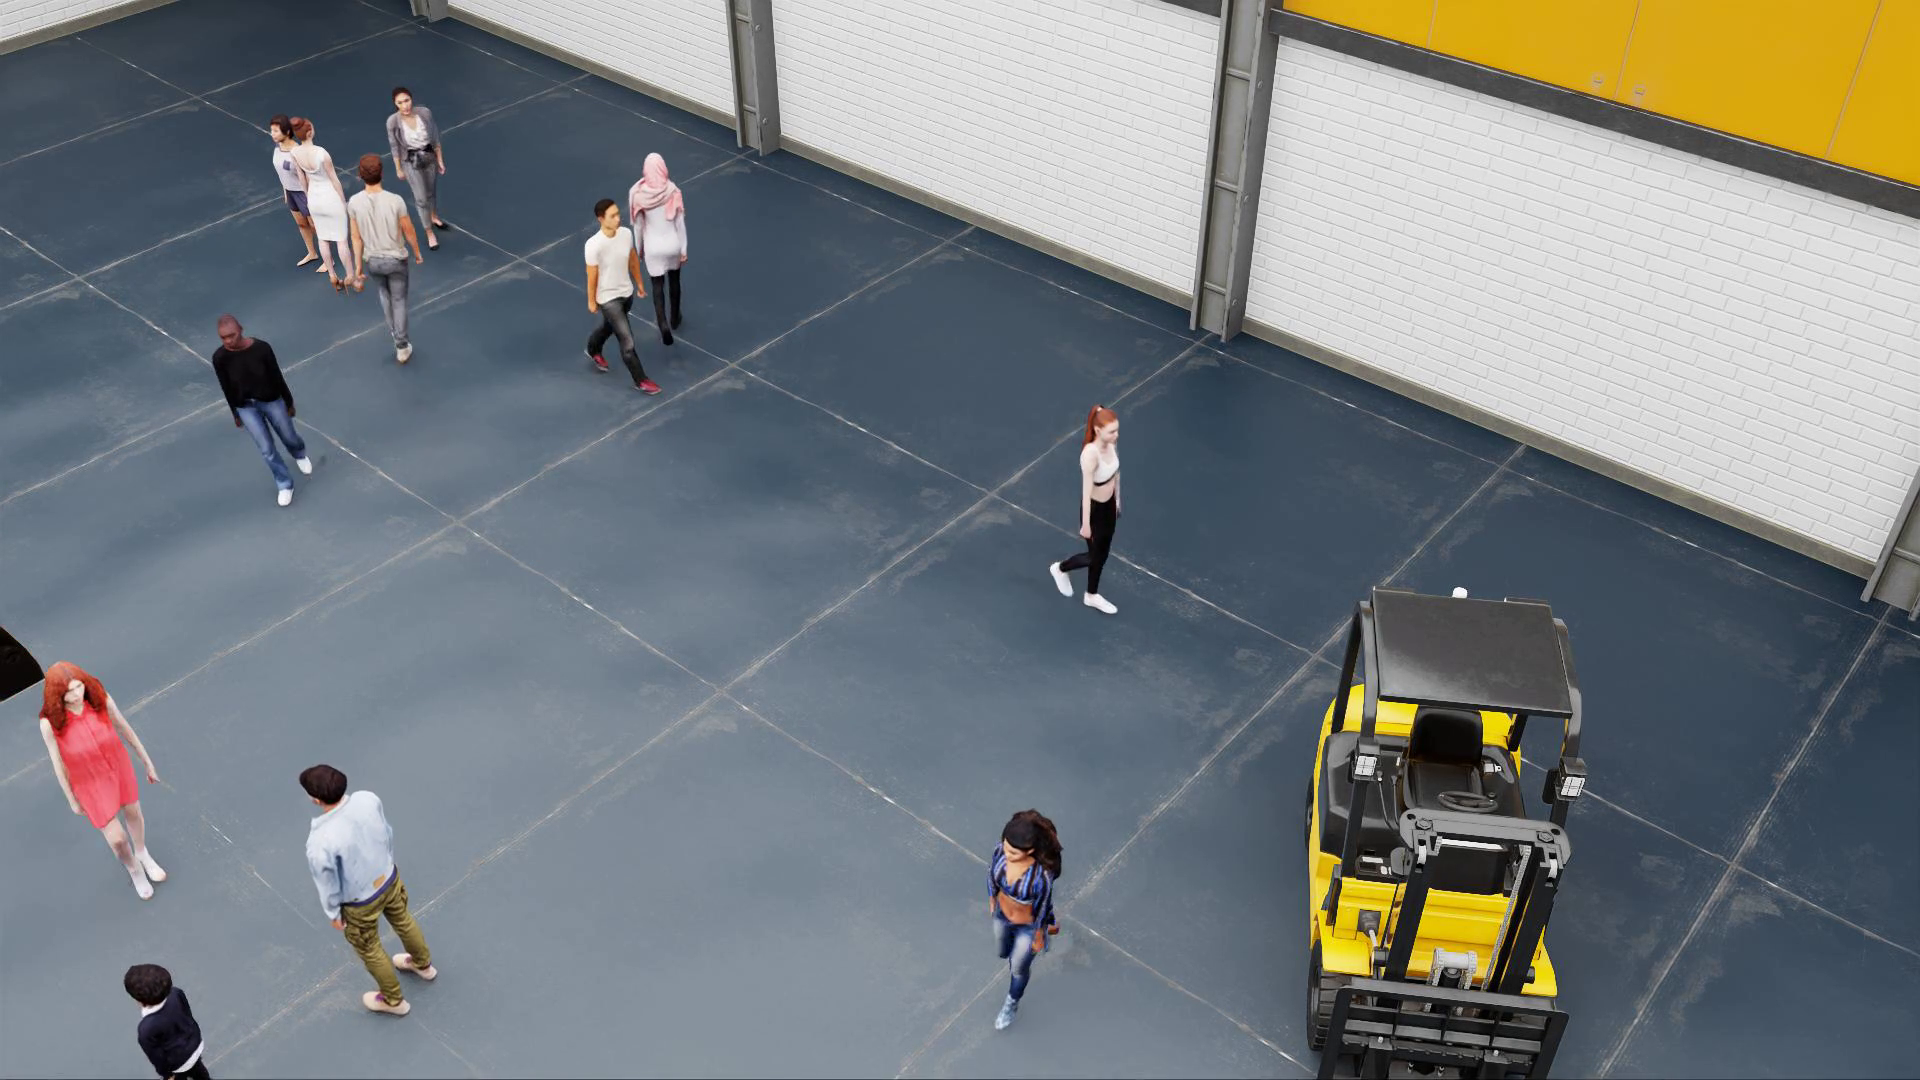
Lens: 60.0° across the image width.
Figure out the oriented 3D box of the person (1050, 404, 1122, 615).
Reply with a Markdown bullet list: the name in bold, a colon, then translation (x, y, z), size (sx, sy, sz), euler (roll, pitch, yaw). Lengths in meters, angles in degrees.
- **person**: translation (0.905, -0.237, 11.879), size (0.811, 1.733, 0.650), euler (21, 43, 24)

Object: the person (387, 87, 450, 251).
- **person**: translation (-5.288, -3.688, 16.272), size (0.742, 1.643, 0.891), euler (-28, 47, -31)

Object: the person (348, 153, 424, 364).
- **person**: translation (-4.996, -2.384, 14.464), size (0.955, 1.862, 1.022), euler (-5, 39, -7)

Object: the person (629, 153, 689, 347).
- **person**: translation (-2.627, -2.538, 14.719), size (1.035, 1.784, 1.103), euler (-3, 39, -4)

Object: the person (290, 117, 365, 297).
- **person**: translation (-5.891, -3.096, 15.410), size (0.551, 1.794, 0.689), euler (9, 40, 11)

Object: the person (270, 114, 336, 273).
- **person**: translation (-6.302, -3.332, 15.889), size (0.497, 1.566, 0.650), euler (21, 43, 24)

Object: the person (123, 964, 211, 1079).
- **person**: translation (-4.047, 2.643, 8.686), size (0.742, 1.217, 0.644), euler (9, 40, 12)

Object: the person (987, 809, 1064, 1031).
- **person**: translation (0.379, 2.037, 9.132), size (0.782, 1.608, 0.688), euler (27, 46, 30)

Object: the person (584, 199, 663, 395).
- **person**: translation (-3.023, -2.113, 14.205), size (1.173, 1.762, 0.743), euler (22, 43, 25)

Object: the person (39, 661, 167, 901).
- **person**: translation (-5.075, 1.379, 9.793), size (0.602, 1.811, 0.606), euler (28, 46, 30)

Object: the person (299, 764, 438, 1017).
- **person**: translation (-3.258, 1.909, 9.135), size (0.685, 1.804, 0.740), euler (16, 41, 19)

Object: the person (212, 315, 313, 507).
- **person**: translation (-5.438, -1.073, 12.932), size (0.862, 1.726, 0.978), euler (-16, 41, -19)
